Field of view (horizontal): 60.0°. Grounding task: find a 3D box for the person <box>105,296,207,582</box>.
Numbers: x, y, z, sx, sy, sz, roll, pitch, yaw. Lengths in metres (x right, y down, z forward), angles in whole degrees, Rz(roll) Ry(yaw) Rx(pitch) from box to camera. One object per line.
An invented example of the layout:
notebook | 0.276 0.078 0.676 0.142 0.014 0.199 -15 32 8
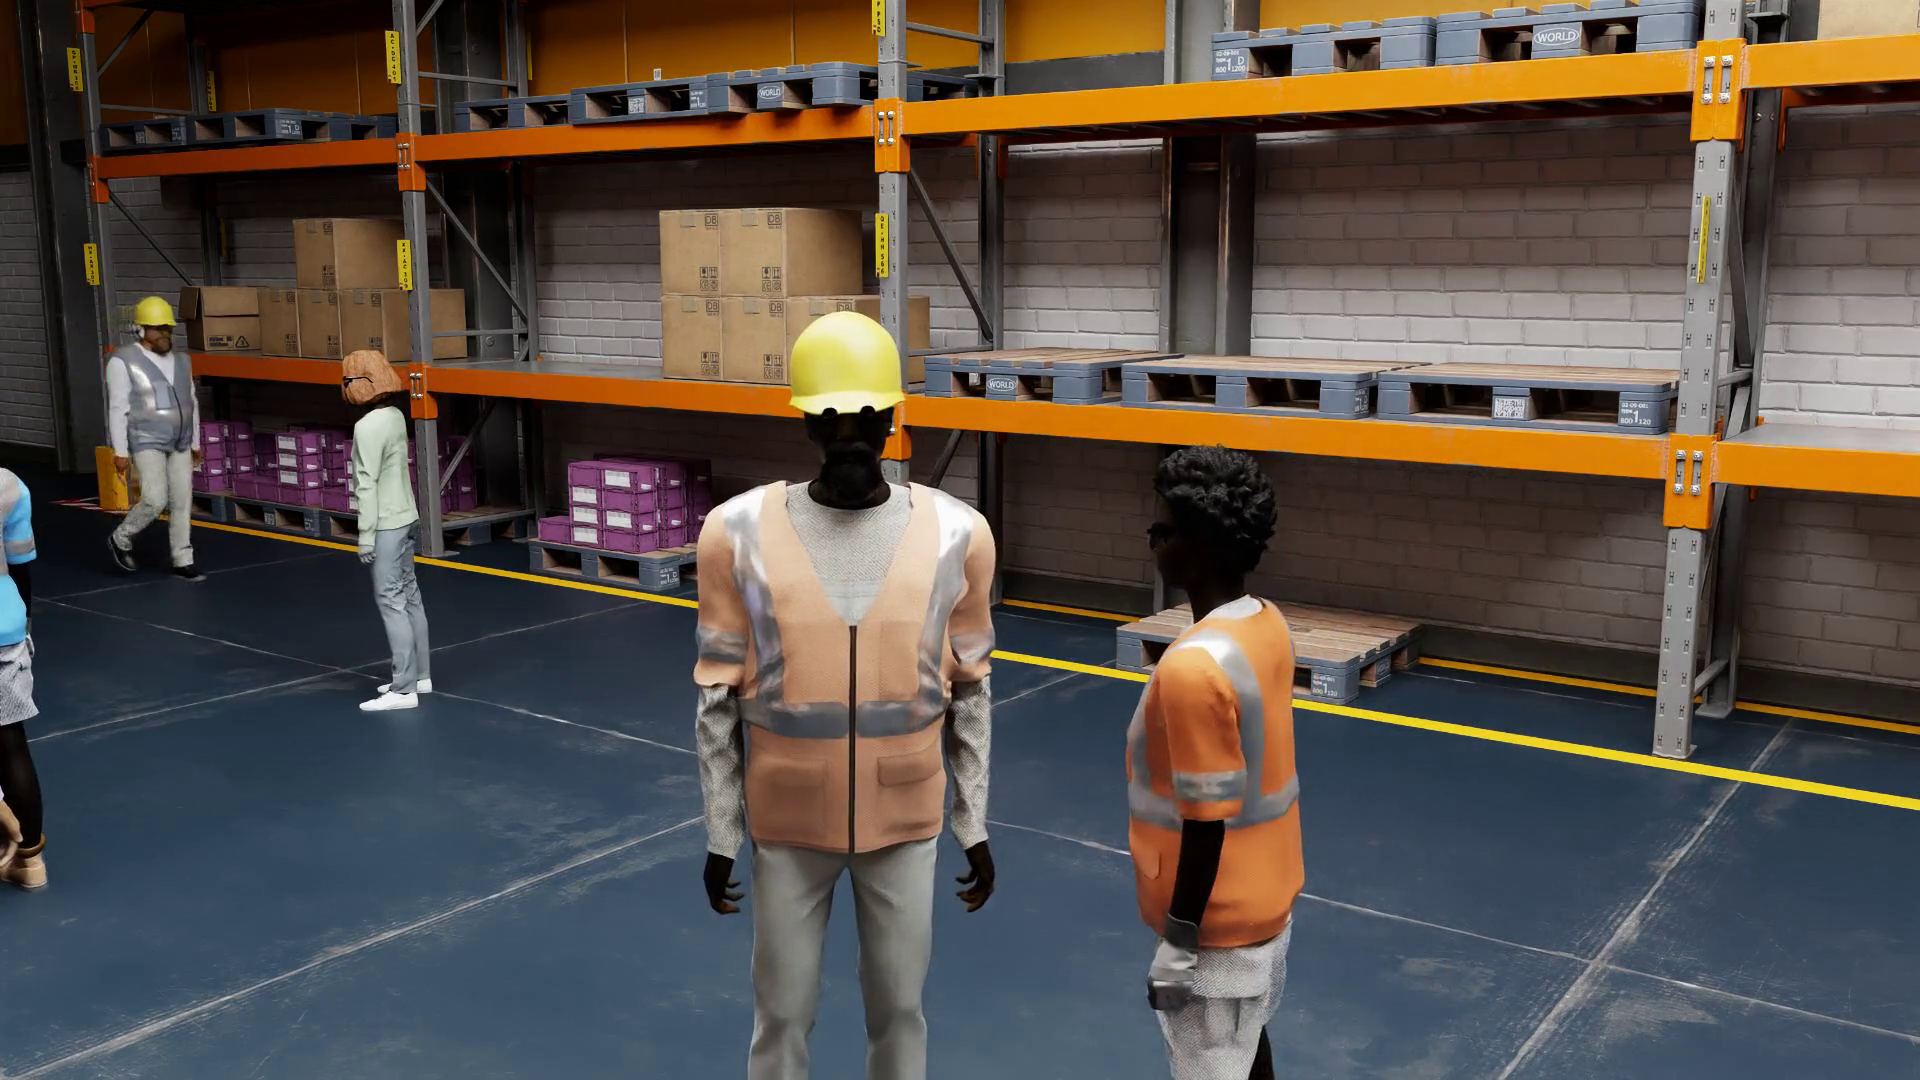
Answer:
person | -5.081 -0.626 10.468 0.540 1.813 0.601 4 10 23

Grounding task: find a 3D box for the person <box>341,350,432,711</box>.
person | -2.617 -0.045 7.556 0.288 1.626 0.497 -1 10 -3

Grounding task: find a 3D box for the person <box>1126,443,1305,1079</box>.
person | 0.465 0.669 3.075 0.317 1.695 0.540 4 10 22

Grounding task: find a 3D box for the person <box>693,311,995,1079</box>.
person | -0.214 0.528 3.228 0.585 1.929 0.377 -2 10 -9

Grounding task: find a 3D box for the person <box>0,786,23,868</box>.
person | -2.084 0.534 3.160 0.375 1.940 0.627 3 10 19

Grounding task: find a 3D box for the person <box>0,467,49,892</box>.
person | -3.130 0.320 5.188 0.324 1.688 0.531 6 11 32
